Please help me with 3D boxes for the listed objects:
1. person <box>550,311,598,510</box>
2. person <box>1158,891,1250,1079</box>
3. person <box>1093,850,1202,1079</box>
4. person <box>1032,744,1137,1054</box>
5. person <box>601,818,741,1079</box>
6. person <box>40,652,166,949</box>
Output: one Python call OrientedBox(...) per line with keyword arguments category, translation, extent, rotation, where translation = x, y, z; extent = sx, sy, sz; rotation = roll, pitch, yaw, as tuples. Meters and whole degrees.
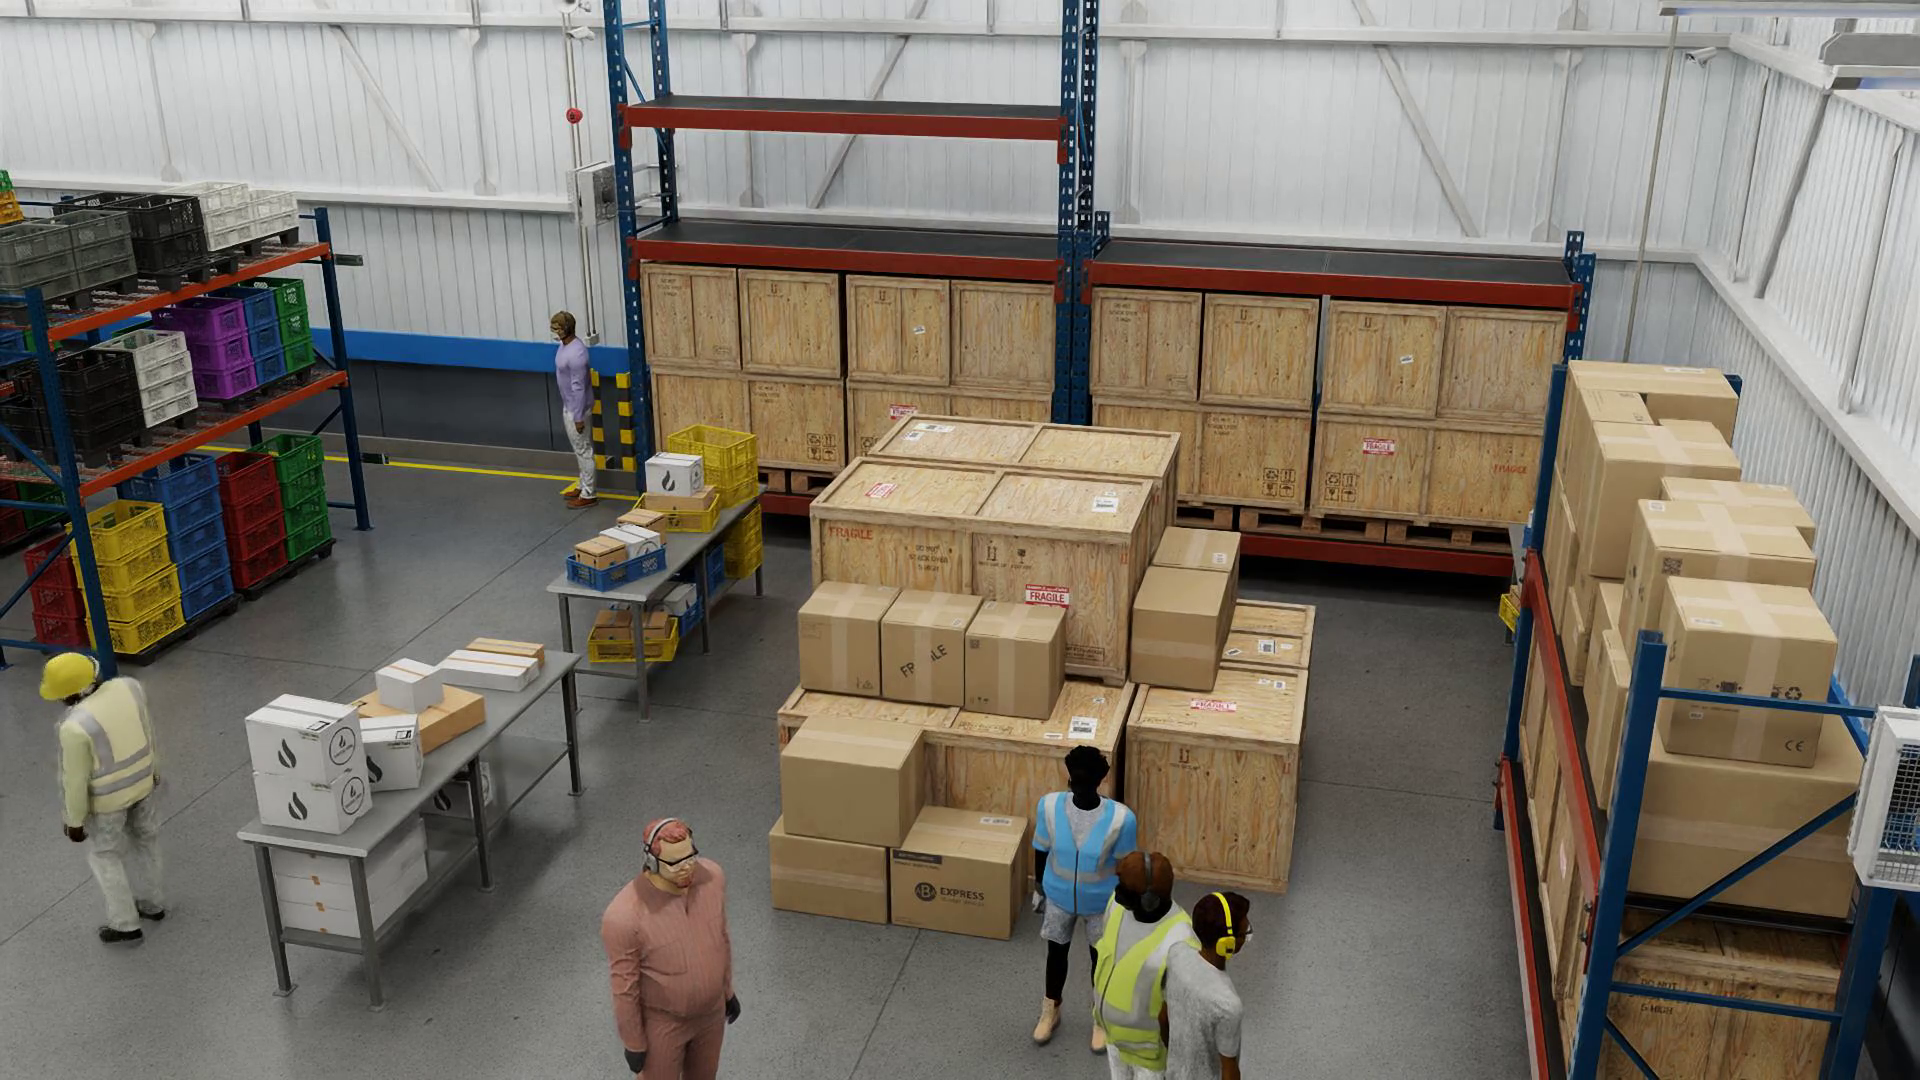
OrientedBox(category="person", translation=(-3.700, -1.261, 16.005), extent=(0.374, 1.933, 0.625), rotation=(-8, 22, -19))
OrientedBox(category="person", translation=(1.002, 2.266, 6.857), extent=(0.311, 1.869, 0.530), rotation=(-10, 23, -24))
OrientedBox(category="person", translation=(0.790, 2.150, 7.204), extent=(0.430, 1.841, 0.624), rotation=(-10, 23, -24))
OrientedBox(category="person", translation=(0.610, 1.790, 8.338), extent=(0.531, 1.698, 0.320), rotation=(6, 22, 15))
OrientedBox(category="person", translation=(-1.222, 2.073, 7.311), extent=(0.410, 1.908, 0.643), rotation=(17, 26, 37))
OrientedBox(category="person", translation=(-4.700, 1.405, 9.243), extent=(0.406, 1.787, 0.632), rotation=(6, 22, 16))
